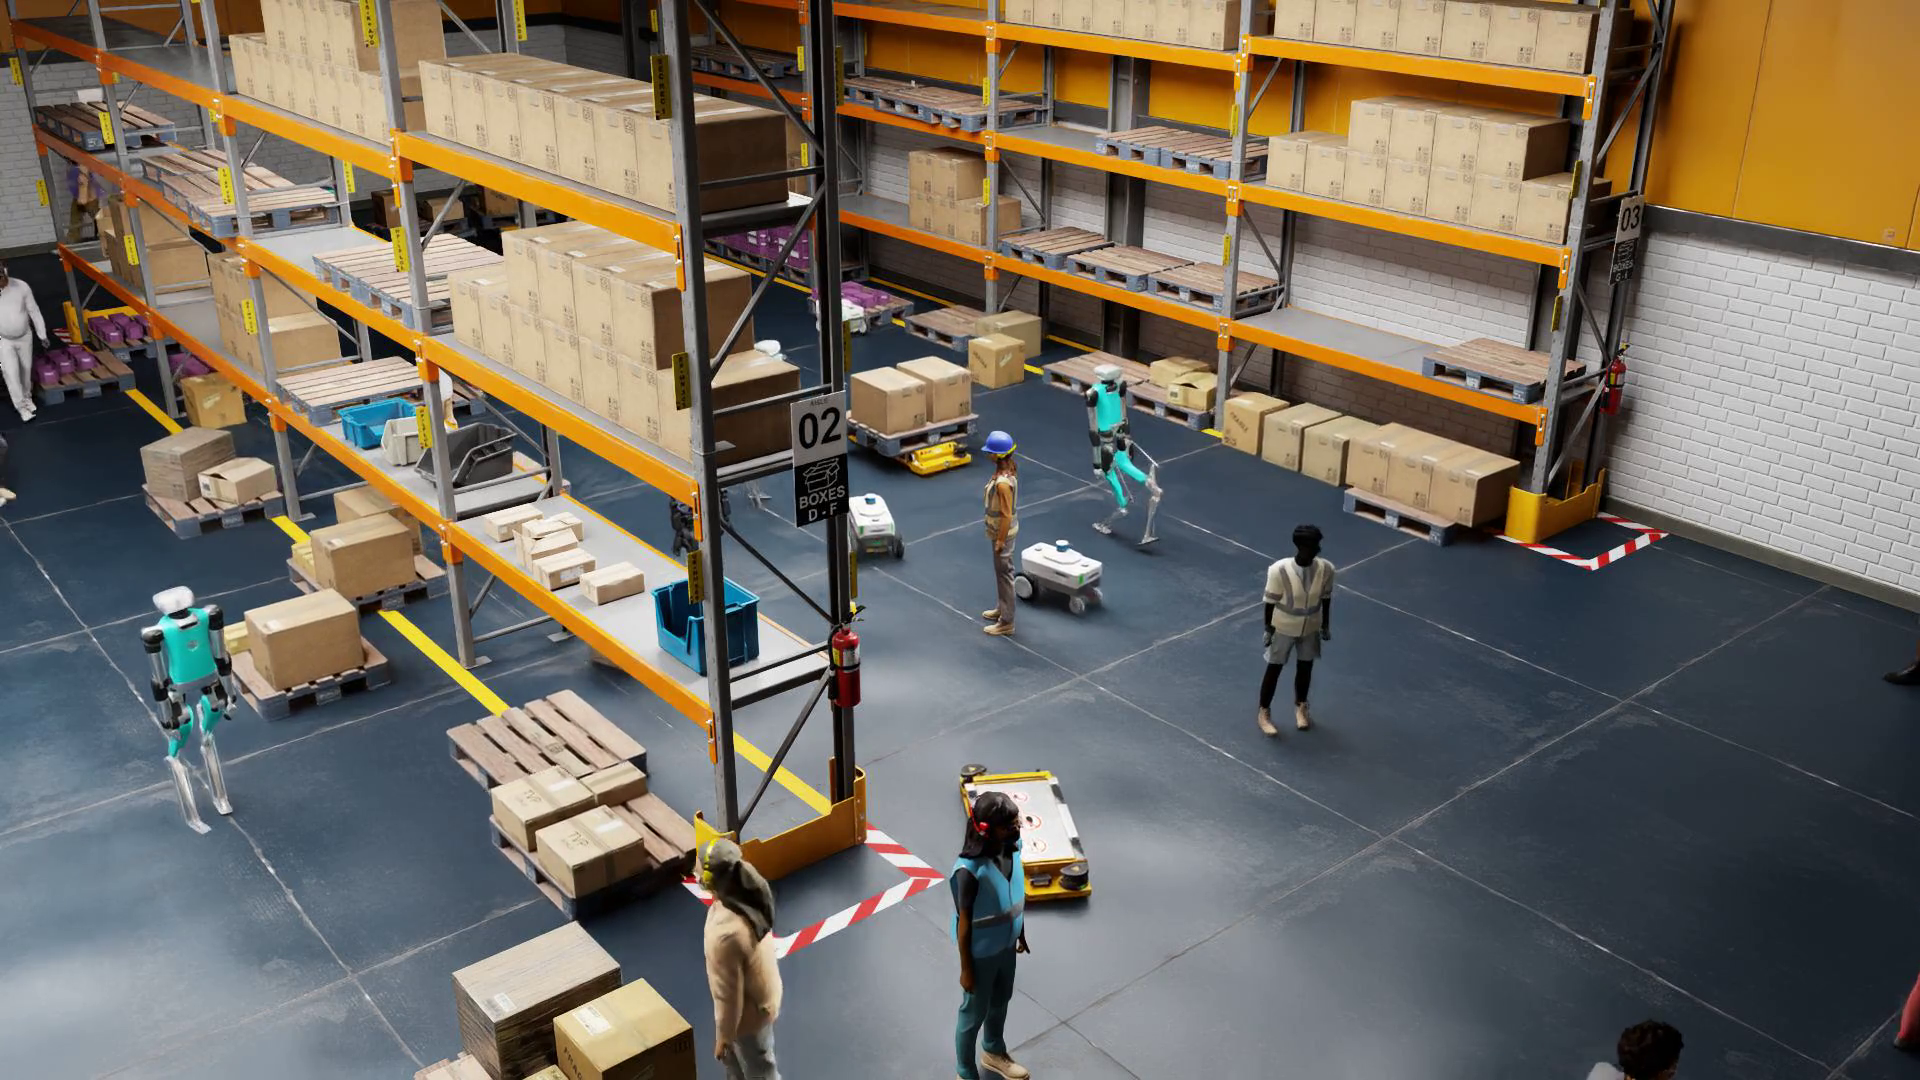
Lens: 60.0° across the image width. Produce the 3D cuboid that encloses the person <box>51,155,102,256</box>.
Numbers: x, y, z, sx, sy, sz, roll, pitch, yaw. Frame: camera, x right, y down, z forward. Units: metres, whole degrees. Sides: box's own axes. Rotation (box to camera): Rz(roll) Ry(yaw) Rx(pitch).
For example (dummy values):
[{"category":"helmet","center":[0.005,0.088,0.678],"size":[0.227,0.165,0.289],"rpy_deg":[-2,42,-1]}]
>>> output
[{"category":"person","center":[-13.766,-5.331,25.962],"size":[0.553,1.867,1.018],"rpy_deg":[19,29,36]}]

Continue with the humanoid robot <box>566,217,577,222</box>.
[{"category":"humanoid robot","center":[-5.076,-3.421,21.806],"size":[0.609,1.665,0.367],"rpy_deg":[17,29,35]}]

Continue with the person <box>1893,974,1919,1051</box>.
[{"category":"person","center":[5.426,2.105,8.892],"size":[0.365,1.752,0.530],"rpy_deg":[-14,27,-30]}]

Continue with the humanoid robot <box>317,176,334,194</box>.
[{"category":"humanoid robot","center":[-9.133,-4.260,23.695],"size":[0.827,1.801,0.541],"rpy_deg":[-8,25,-17]}]

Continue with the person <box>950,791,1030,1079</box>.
[{"category":"person","center":[0.149,2.128,8.718],"size":[0.390,1.860,0.508],"rpy_deg":[19,30,37]}]

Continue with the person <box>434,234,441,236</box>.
[{"category":"person","center":[-6.446,-3.037,20.922],"size":[0.445,1.657,0.288],"rpy_deg":[17,29,34]}]

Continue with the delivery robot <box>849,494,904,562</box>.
[{"category":"delivery robot","center":[-0.829,-0.136,15.595],"size":[0.499,0.592,0.791],"rpy_deg":[-5,24,-11]}]

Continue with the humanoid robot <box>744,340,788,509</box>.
[{"category":"humanoid robot","center":[-2.070,-1.115,16.435],"size":[0.768,1.819,0.562],"rpy_deg":[10,25,21]}]

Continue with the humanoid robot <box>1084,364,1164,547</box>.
[{"category":"humanoid robot","center":[1.601,-0.714,15.514],"size":[0.530,1.752,1.013],"rpy_deg":[-21,31,-40]}]

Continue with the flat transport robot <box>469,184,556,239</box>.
[{"category":"flat transport robot","center":[-7.495,-5.267,27.841],"size":[0.659,0.231,1.431],"rpy_deg":[-12,26,-25]}]

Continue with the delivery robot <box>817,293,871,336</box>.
[{"category":"delivery robot","center":[-1.589,-2.989,22.207],"size":[0.499,0.597,0.801],"rpy_deg":[-18,29,-36]}]

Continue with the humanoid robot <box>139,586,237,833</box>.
[{"category":"humanoid robot","center":[-5.237,1.085,11.251],"size":[0.665,1.771,0.542],"rpy_deg":[19,30,37]}]

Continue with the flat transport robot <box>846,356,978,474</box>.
[{"category":"flat transport robot","center":[-0.566,-1.055,18.087],"size":[0.659,0.231,1.431],"rpy_deg":[-16,28,-33]}]

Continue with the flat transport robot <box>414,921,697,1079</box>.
[{"category":"flat transport robot","center":[-2.079,3.096,8.474],"size":[1.431,0.231,0.659],"rpy_deg":[-18,29,-36]}]

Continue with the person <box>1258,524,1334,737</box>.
[{"category":"person","center":[2.493,0.648,12.345],"size":[0.551,1.691,0.326],"rpy_deg":[-5,24,-10]}]

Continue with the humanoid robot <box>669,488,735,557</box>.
[{"category":"humanoid robot","center":[-2.189,-0.126,14.184],"size":[0.588,1.647,0.542],"rpy_deg":[-17,29,-34]}]

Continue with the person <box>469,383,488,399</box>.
[{"category":"person","center":[-5.401,-2.460,19.492],"size":[0.811,1.734,0.499],"rpy_deg":[6,24,15]}]

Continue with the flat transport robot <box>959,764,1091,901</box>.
[{"category":"flat transport robot","center":[0.414,1.939,11.153],"size":[0.659,0.231,1.431],"rpy_deg":[-3,24,-7]}]

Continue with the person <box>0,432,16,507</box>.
[{"category":"person","center":[-9.719,-1.174,16.404],"size":[0.496,1.829,0.541],"rpy_deg":[8,25,19]}]

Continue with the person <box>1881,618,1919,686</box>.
[{"category":"person","center":[7.787,0.281,12.946],"size":[0.752,1.904,0.555],"rpy_deg":[6,24,13]}]

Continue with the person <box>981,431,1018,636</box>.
[{"category":"person","center":[0.329,-0.063,13.884],"size":[0.310,1.777,0.483],"rpy_deg":[0,23,1]}]

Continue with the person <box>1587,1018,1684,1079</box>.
[{"category":"person","center":[2.793,2.808,7.149],"size":[0.978,1.844,0.536],"rpy_deg":[-8,25,-18]}]

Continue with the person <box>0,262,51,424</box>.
[{"category":"person","center":[-10.745,-2.274,18.909],"size":[0.970,1.857,0.653],"rpy_deg":[20,31,39]}]

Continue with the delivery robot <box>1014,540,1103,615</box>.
[{"category":"delivery robot","center":[0.863,0.296,14.622],"size":[0.792,0.614,0.499],"rpy_deg":[19,30,37]}]

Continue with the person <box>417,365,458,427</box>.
[{"category":"person","center":[-5.477,-1.529,17.321],"size":[0.334,1.743,0.560],"rpy_deg":[4,24,9]}]

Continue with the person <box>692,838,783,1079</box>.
[{"category":"person","center":[-0.996,2.325,8.301],"size":[0.699,1.835,0.593],"rpy_deg":[1,23,2]}]
